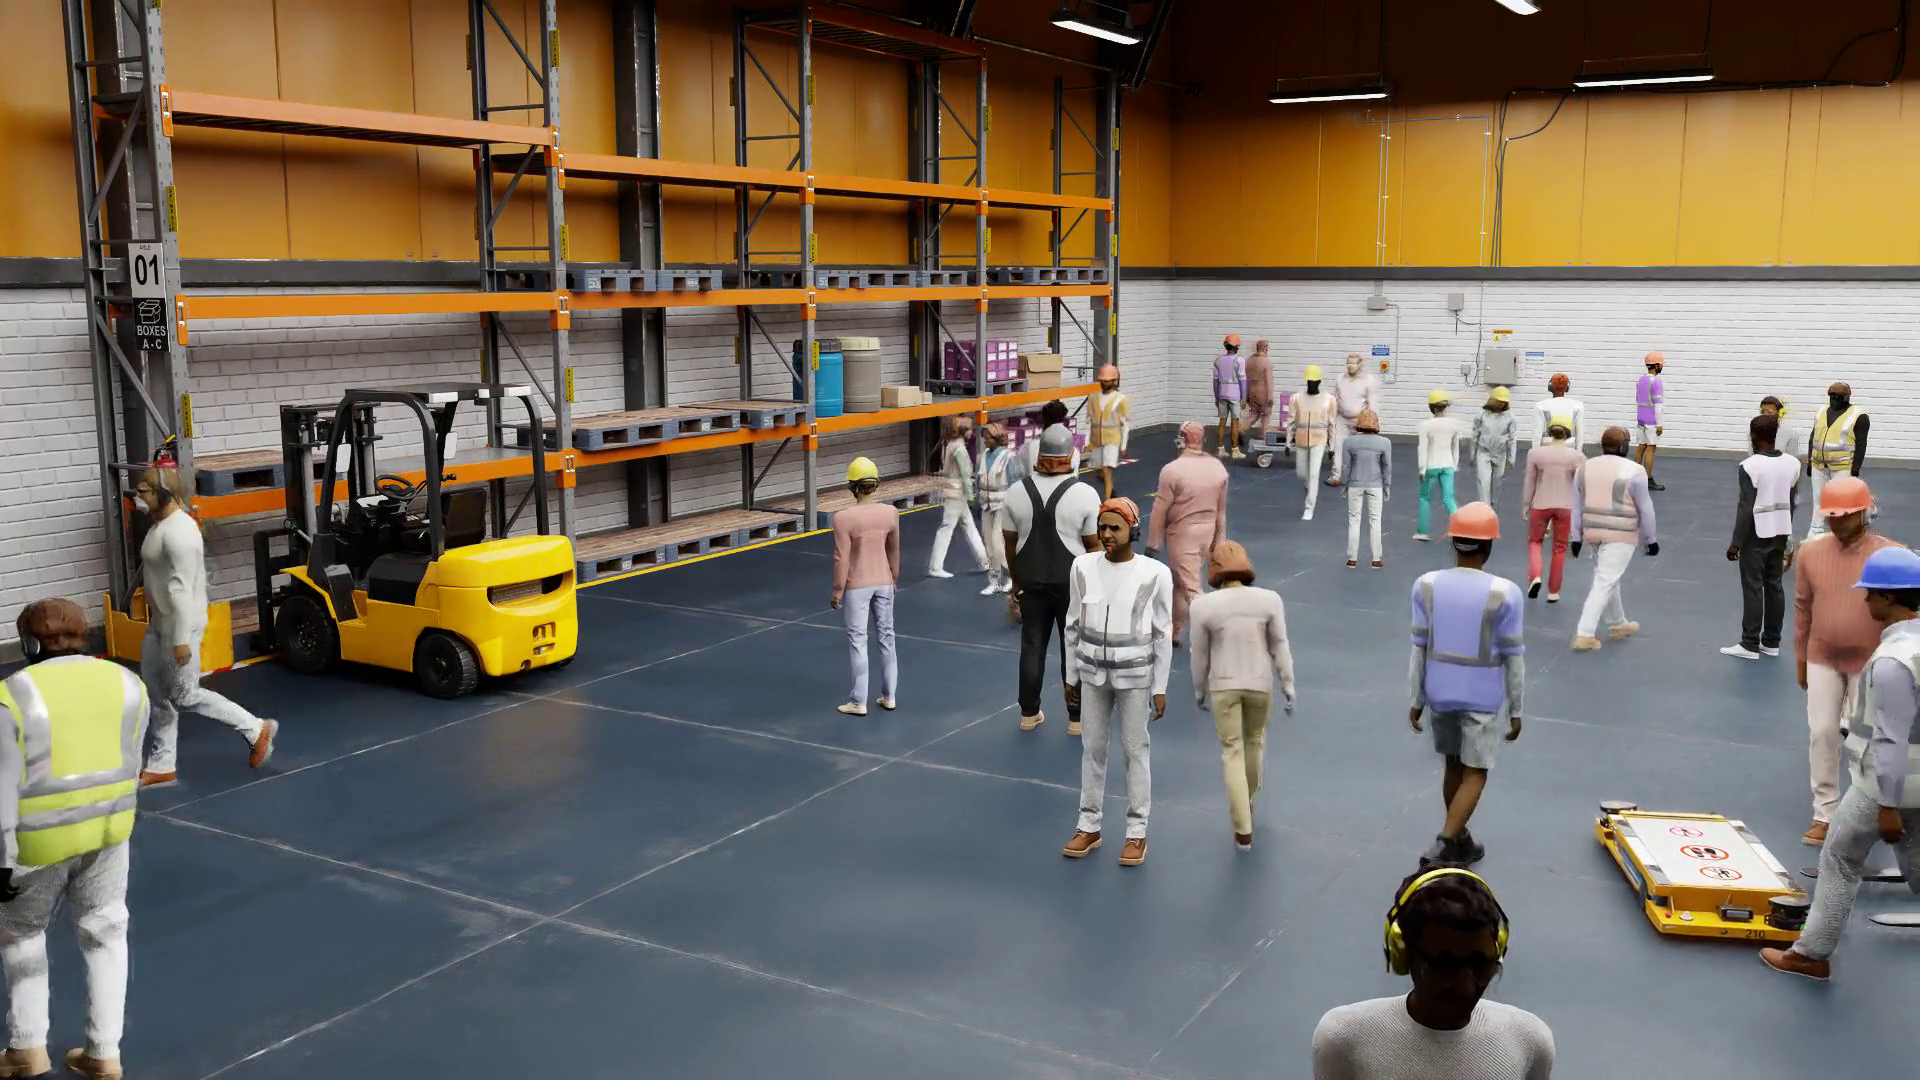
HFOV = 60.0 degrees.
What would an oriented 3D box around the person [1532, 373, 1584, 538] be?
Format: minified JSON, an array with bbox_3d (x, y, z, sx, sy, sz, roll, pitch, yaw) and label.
[{"bbox_3d":[6.799,-0.960,18.962,0.573,1.883,0.353,0,9,2],"label":"person"}]

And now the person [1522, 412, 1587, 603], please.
[{"bbox_3d":[5.409,-0.289,15.147,0.553,1.752,0.391,4,10,23],"label":"person"}]

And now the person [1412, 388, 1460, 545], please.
[{"bbox_3d":[5.332,-0.808,18.462,0.528,1.746,0.781,-2,9,-11],"label":"person"}]

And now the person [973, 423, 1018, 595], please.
[{"bbox_3d":[0.321,-0.279,15.503,0.375,1.623,0.544,-9,12,-43],"label":"person"}]

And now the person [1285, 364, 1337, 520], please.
[{"bbox_3d":[4.348,-1.224,20.542,0.596,1.906,0.789,4,10,25],"label":"person"}]

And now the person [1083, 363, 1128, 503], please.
[{"bbox_3d":[1.837,-1.234,20.578,0.557,1.918,0.764,6,11,33],"label":"person"}]

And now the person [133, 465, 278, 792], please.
[{"bbox_3d":[-4.508,0.505,9.724,0.798,1.914,0.636,-6,11,-35],"label":"person"}]

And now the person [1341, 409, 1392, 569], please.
[{"bbox_3d":[4.142,-0.521,16.991,0.504,1.632,0.269,2,9,15],"label":"person"}]

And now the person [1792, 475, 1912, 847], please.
[{"bbox_3d":[4.739,0.623,8.820,0.657,1.966,0.626,-8,12,-43],"label":"person"}]

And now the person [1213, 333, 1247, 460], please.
[{"bbox_3d":[4.395,-2.326,26.983,0.605,2.045,0.382,9,13,43],"label":"person"}]

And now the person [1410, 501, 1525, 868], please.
[{"bbox_3d":[2.450,0.765,8.132,0.555,1.909,0.882,7,11,36],"label":"person"}]

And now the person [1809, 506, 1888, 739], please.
[{"bbox_3d":[5.634,0.506,10.588,0.545,1.623,0.371,7,12,38],"label":"person"}]

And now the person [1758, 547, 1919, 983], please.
[{"bbox_3d":[3.904,0.979,6.819,0.613,1.908,0.953,-9,13,-43],"label":"person"}]

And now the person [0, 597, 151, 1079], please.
[{"bbox_3d":[-3.359,1.118,6.239,0.623,1.806,0.653,7,11,36],"label":"person"}]

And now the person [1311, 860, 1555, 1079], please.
[{"bbox_3d":[0.934,1.552,3.352,0.509,1.863,0.328,-1,9,-5],"label":"person"}]

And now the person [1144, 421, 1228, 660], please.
[{"bbox_3d":[1.812,-0.001,13.067,0.652,1.868,0.968,-7,11,-36],"label":"person"}]

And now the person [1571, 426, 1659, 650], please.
[{"bbox_3d":[5.261,-0.021,13.410,0.977,1.796,0.627,-5,10,-30],"label":"person"}]

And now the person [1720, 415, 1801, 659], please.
[{"bbox_3d":[6.275,-0.021,13.007,0.587,1.913,0.391,-4,10,-24],"label":"person"}]

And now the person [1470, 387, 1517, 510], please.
[{"bbox_3d":[6.268,-0.960,19.531,0.498,1.684,0.917,1,9,7],"label":"person"}]

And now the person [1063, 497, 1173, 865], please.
[{"bbox_3d":[0.793,0.716,8.499,0.572,1.883,0.356,4,10,26],"label":"person"}]

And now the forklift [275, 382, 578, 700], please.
[{"bbox_3d":[-3.974,-0.067,12.417,2.313,2.155,1.214,5,11,30],"label":"forklift"}]

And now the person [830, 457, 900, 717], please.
[{"bbox_3d":[-0.646,0.318,11.345,0.523,1.769,0.317,-6,11,-34],"label":"person"}]

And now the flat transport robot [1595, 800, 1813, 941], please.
[{"bbox_3d":[3.586,1.584,8.097,0.652,0.197,1.431,1,9,9],"label":"flat transport robot"}]

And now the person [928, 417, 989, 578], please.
[{"bbox_3d":[0.066,-0.415,16.414,0.840,1.592,0.546,-1,9,-8],"label":"person"}]

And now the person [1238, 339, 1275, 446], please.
[{"bbox_3d":[5.111,-2.496,28.529,0.654,1.887,0.651,-6,11,-32],"label":"person"}]

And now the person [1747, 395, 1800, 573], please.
[{"bbox_3d":[7.928,-0.500,16.202,0.667,1.853,0.526,-8,12,-39],"label":"person"}]

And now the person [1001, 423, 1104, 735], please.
[{"bbox_3d":[0.645,0.249,10.920,0.687,2.000,0.538,4,10,24],"label":"person"}]

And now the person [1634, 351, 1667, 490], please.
[{"bbox_3d":[9.620,-1.662,23.156,0.352,1.942,0.545,-1,9,-9],"label":"person"}]

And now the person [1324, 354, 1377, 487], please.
[{"bbox_3d":[5.461,-1.662,23.344,0.673,1.872,0.878,7,11,36],"label":"person"}]

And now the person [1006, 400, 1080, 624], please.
[{"bbox_3d":[0.725,-0.229,14.267,0.603,1.934,0.850,6,11,33],"label":"person"}]

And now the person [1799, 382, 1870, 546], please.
[{"bbox_3d":[9.523,-0.804,18.135,0.429,1.838,0.621,-5,11,-30],"label":"person"}]

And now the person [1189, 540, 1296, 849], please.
[{"bbox_3d":[1.493,0.791,8.932,0.558,1.582,0.818,0,9,-2],"label":"person"}]
